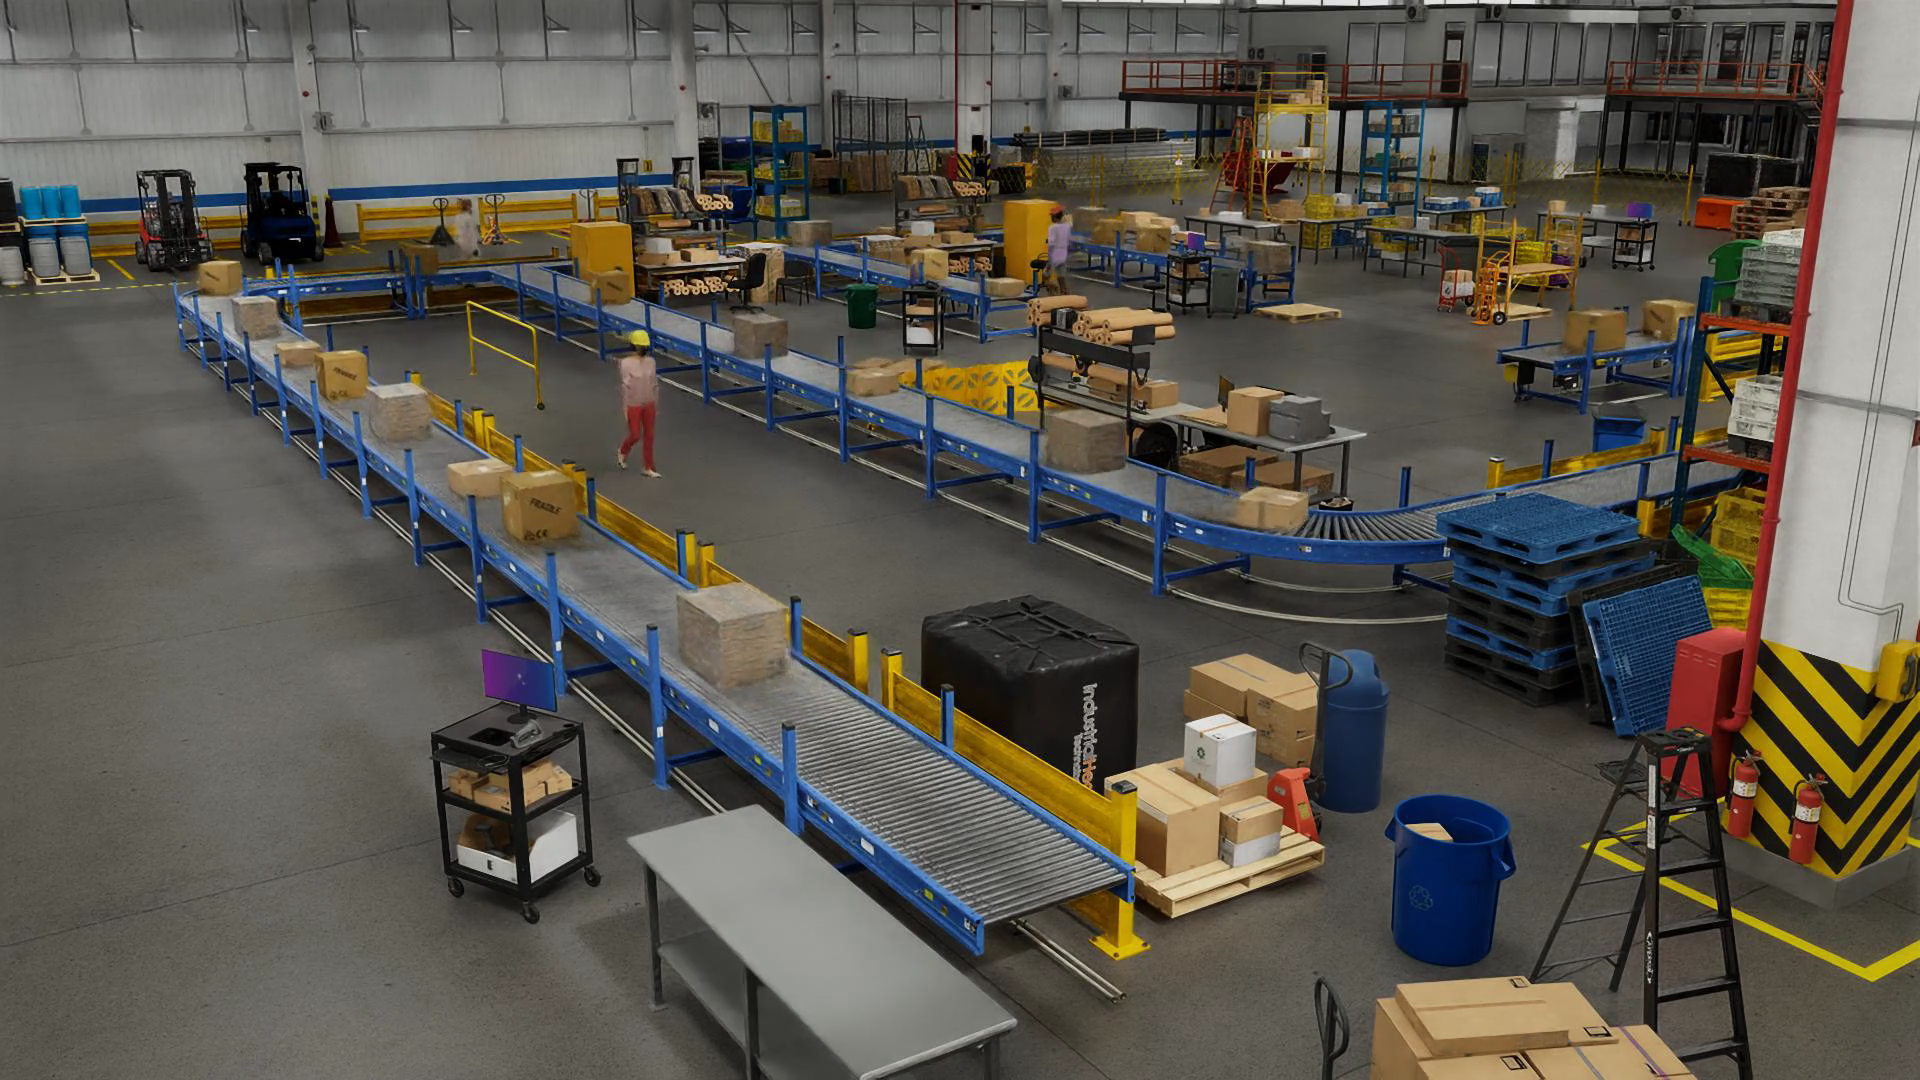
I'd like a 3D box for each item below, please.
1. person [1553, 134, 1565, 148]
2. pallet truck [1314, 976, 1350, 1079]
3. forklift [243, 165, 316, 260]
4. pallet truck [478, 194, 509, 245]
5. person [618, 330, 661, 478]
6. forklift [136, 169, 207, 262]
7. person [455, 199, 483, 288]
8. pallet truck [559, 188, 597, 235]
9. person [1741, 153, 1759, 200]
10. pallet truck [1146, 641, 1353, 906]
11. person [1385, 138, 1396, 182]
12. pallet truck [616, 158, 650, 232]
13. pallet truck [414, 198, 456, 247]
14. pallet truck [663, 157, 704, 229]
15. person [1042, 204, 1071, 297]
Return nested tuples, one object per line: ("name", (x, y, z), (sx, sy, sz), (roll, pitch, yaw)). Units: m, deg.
("person", (24.405, -16.173, 67.764), (0.972, 1.865, 0.645), (-15, 23, -41))
("pallet truck", (2.299, 2.390, 7.086), (1.601, 1.201, 0.680), (-2, 17, -7))
("forklift", (-15.898, -7.669, 38.708), (1.157, 1.987, 2.680), (-11, 20, -33))
("pallet truck", (-11.983, -8.177, 42.137), (0.704, 1.261, 1.522), (-11, 20, -33))
("person", (-3.768, -1.601, 19.454), (0.506, 1.750, 0.545), (15, 22, 41))
("forklift", (-17.842, -7.318, 37.559), (1.157, 1.987, 2.680), (-10, 20, -31))
("person", (-9.898, -5.931, 33.621), (0.431, 1.894, 0.669), (-15, 22, -40))
("pallet truck", (-10.010, -8.652, 43.699), (0.653, 1.274, 1.630), (-10, 20, -31))
("person", (23.499, -10.636, 49.564), (0.545, 1.734, 0.817), (-9, 19, -27))
("pallet truck", (1.664, 1.407, 10.232), (1.630, 1.274, 0.653), (-10, 20, -31))
("person", (14.485, -12.712, 56.280), (0.508, 1.846, 0.345), (-14, 22, -40))
("pallet truck", (-8.918, -9.176, 44.255), (0.823, 1.965, 1.885), (-9, 19, -27))
("pallet truck", (-13.250, -8.060, 41.856), (0.680, 1.201, 1.601), (-10, 20, -31))
("pallet truck", (-7.586, -9.308, 44.692), (0.823, 1.965, 1.885), (-11, 20, -33))
("person", (1.795, -5.278, 31.231), (0.614, 2.020, 0.640), (15, 22, 41))
